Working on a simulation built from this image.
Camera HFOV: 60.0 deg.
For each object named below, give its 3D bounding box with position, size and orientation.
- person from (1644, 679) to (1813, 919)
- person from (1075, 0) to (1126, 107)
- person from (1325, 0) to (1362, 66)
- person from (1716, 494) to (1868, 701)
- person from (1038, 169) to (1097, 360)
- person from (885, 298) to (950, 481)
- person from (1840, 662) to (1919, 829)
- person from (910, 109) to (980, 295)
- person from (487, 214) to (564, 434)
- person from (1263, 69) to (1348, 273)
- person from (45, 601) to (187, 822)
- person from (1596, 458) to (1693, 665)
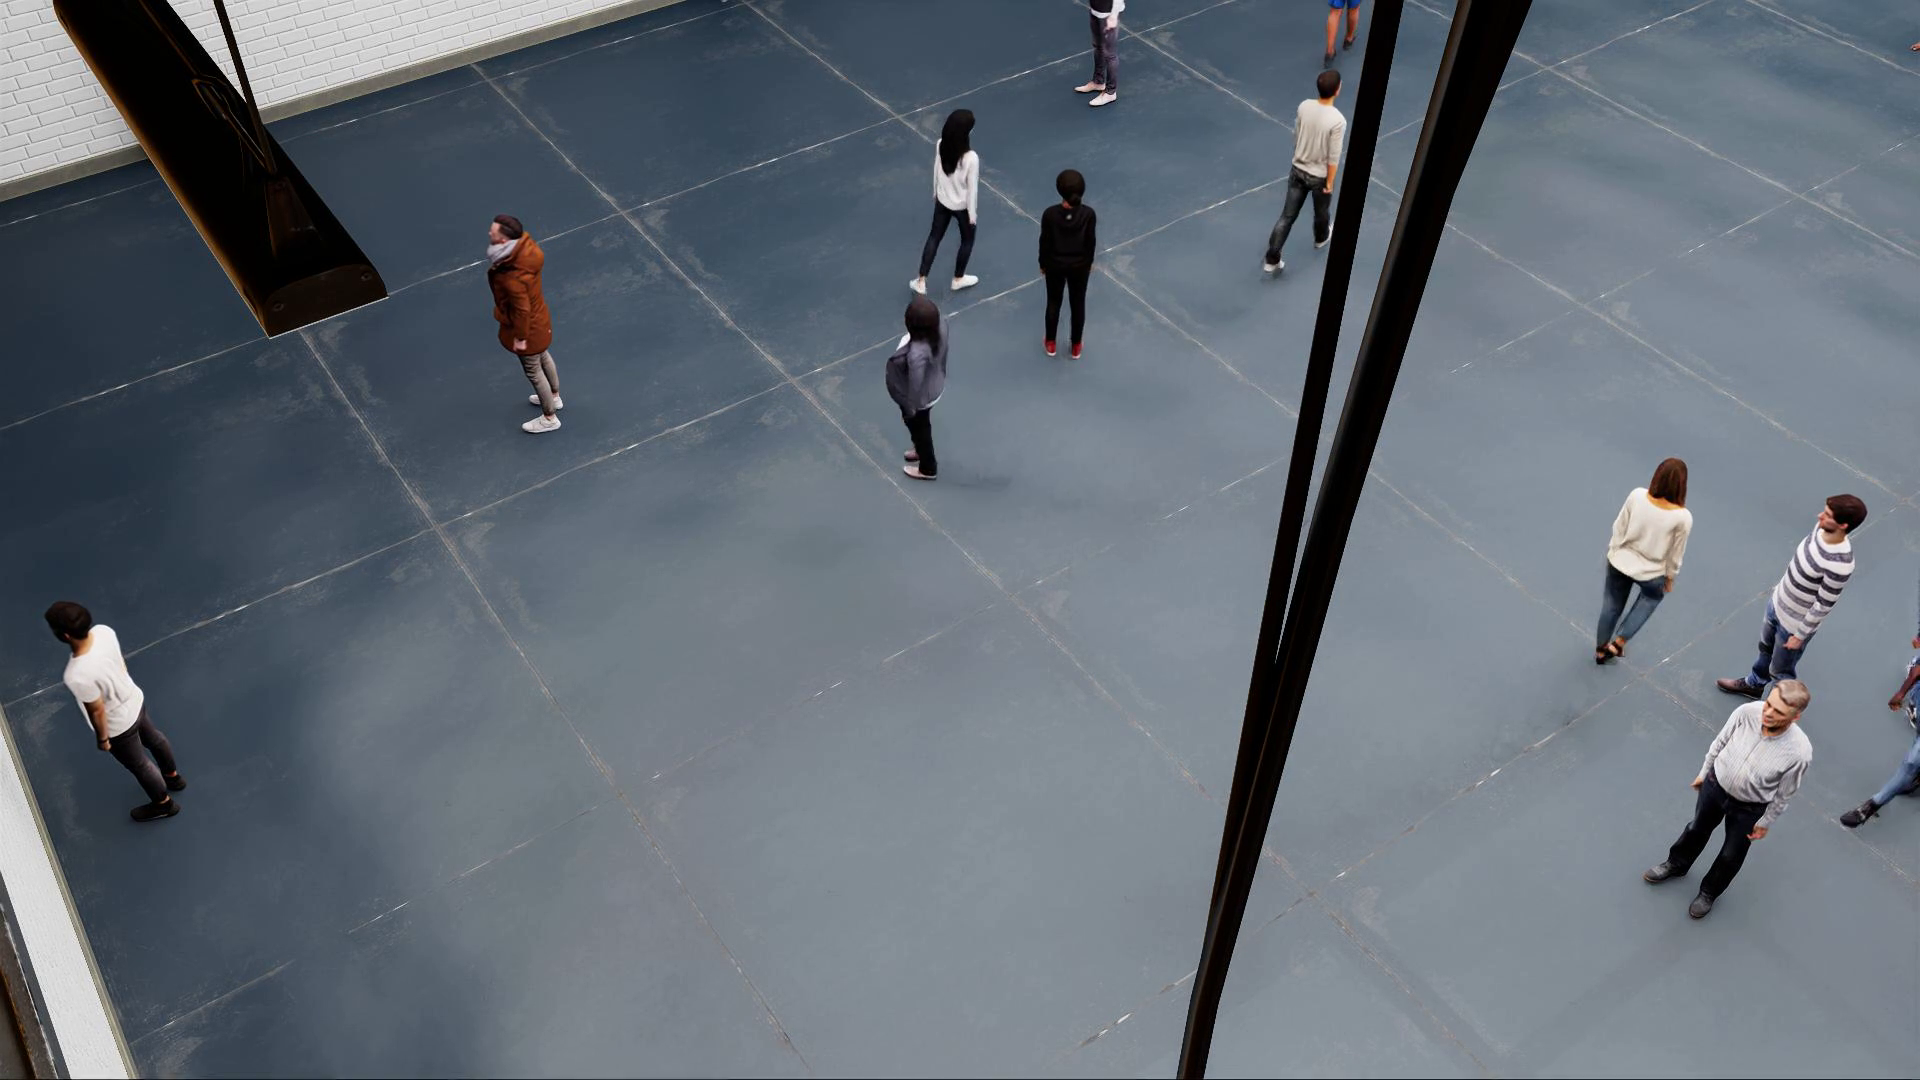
[{"bbox_3d":[4.307,1.398,9.182,0.549,1.820,0.638,-25,49,-24],"label":"person"},{"bbox_3d":[1.398,-5.082,15.982,0.680,1.823,0.744,-15,46,-15],"label":"person"},{"bbox_3d":[3.849,-5.597,16.563,0.957,1.767,1.102,15,46,16],"label":"person"},{"bbox_3d":[5.132,0.431,10.173,0.761,1.855,0.714,5,44,5],"label":"person"},{"bbox_3d":[0.844,-2.150,13.014,0.661,1.673,0.740,3,44,3],"label":"person"},{"bbox_3d":[-0.218,-1.062,11.931,0.871,1.590,0.795,12,45,12],"label":"person"},{"bbox_3d":[5.813,0.967,9.736,1.117,1.681,0.757,-16,46,-16],"label":"person"},{"bbox_3d":[-0.085,-2.735,13.629,0.790,1.672,0.863,26,49,25],"label":"person"},{"bbox_3d":[-3.207,-1.620,12.337,0.890,1.839,0.850,0,44,0],"label":"person"},{"bbox_3d":[2.867,-3.025,13.864,0.856,1.766,1.259,32,52,29],"label":"person"},{"bbox_3d":[-4.914,0.982,9.690,0.716,1.722,0.706,-2,44,-2],"label":"person"},{"bbox_3d":[4.270,0.202,10.546,0.655,1.671,0.684,-34,53,-31],"label":"person"}]
